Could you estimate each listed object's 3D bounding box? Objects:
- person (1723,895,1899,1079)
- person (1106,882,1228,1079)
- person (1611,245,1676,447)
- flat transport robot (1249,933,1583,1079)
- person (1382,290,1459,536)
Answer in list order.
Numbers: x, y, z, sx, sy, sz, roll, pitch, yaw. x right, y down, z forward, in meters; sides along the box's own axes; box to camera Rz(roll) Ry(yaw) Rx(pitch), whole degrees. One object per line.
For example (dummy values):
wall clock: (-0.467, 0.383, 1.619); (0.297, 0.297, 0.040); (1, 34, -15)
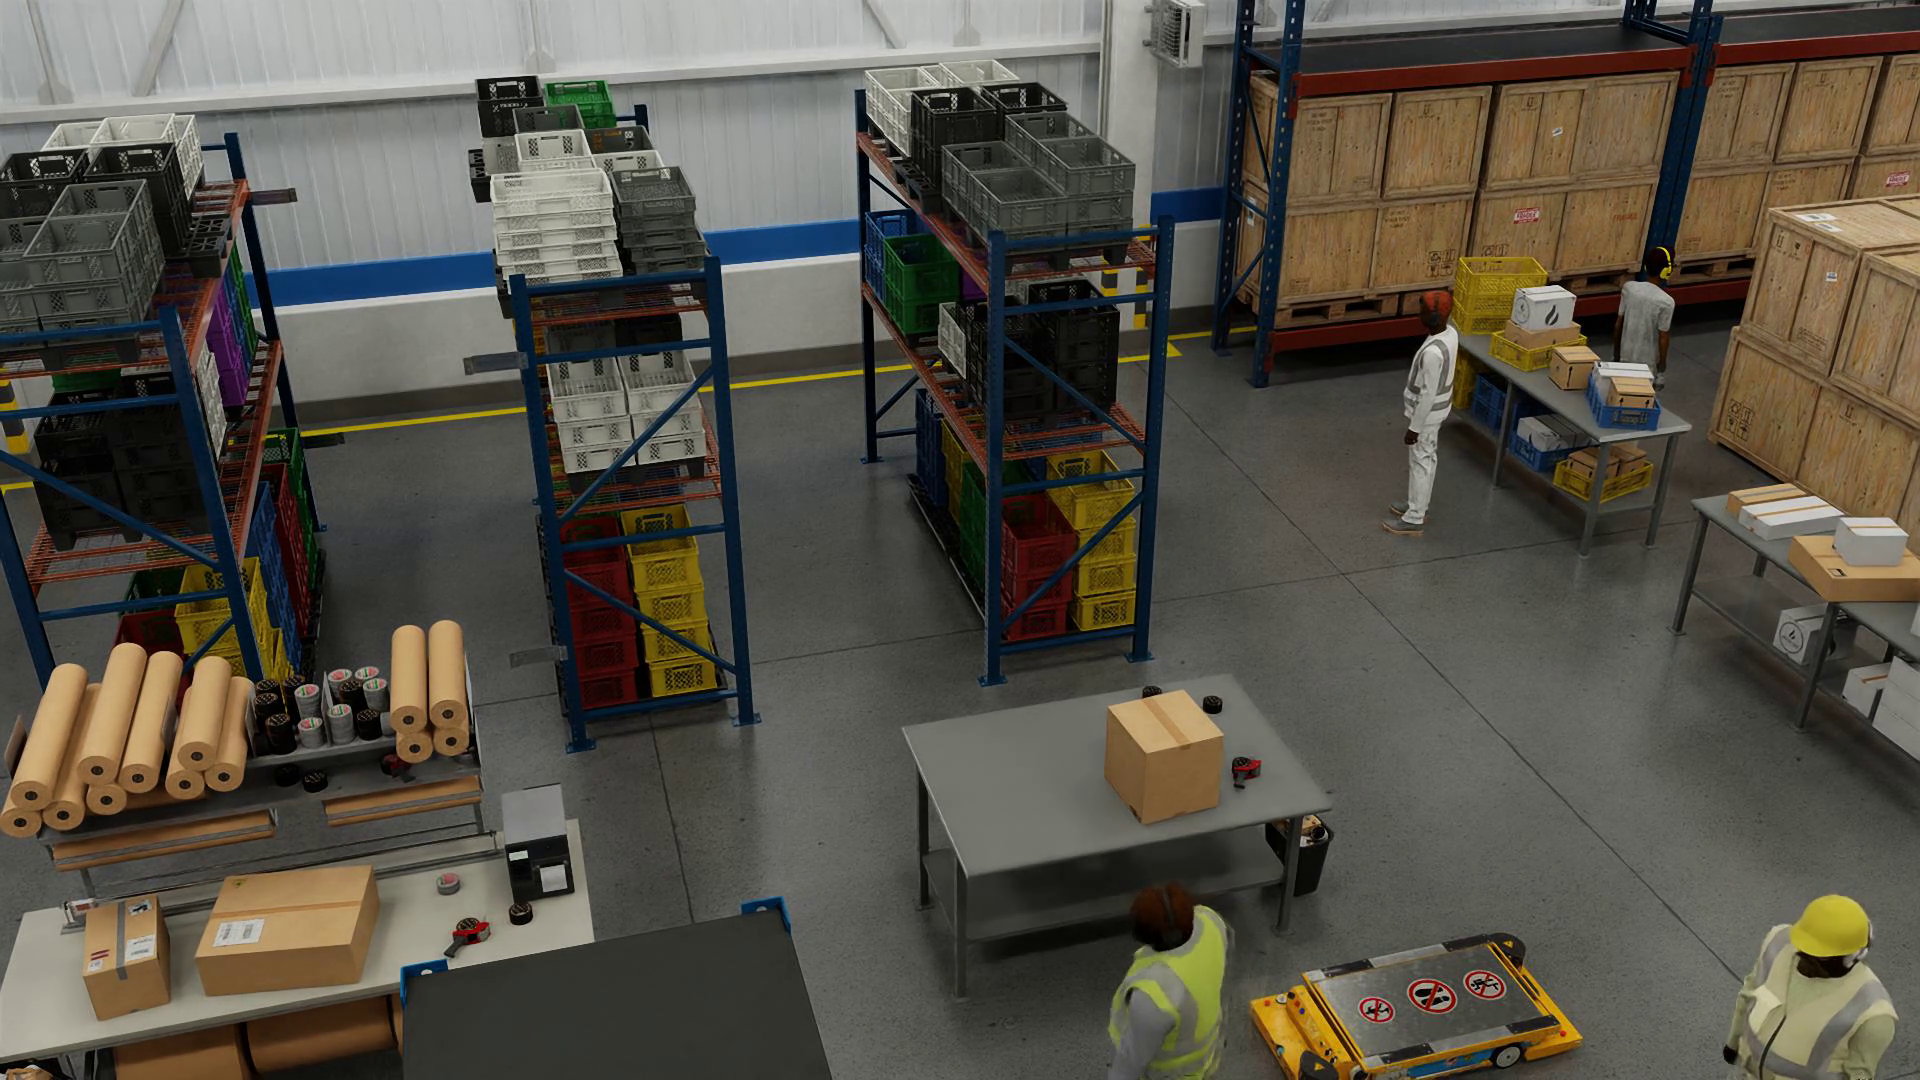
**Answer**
person: (3.345, 2.130, 6.664); (0.471, 1.819, 0.614); (-13, 31, -22)
person: (0.763, 2.080, 6.785); (0.694, 1.799, 0.663); (16, 32, 26)
person: (5.329, -1.402, 13.035); (0.328, 1.872, 0.513); (-16, 32, -26)
flat transport robot: (2.184, 2.282, 7.980); (1.431, 0.197, 0.652); (-8, 30, -14)
person: (3.395, -0.931, 12.167); (0.355, 1.882, 0.576); (13, 31, 22)
